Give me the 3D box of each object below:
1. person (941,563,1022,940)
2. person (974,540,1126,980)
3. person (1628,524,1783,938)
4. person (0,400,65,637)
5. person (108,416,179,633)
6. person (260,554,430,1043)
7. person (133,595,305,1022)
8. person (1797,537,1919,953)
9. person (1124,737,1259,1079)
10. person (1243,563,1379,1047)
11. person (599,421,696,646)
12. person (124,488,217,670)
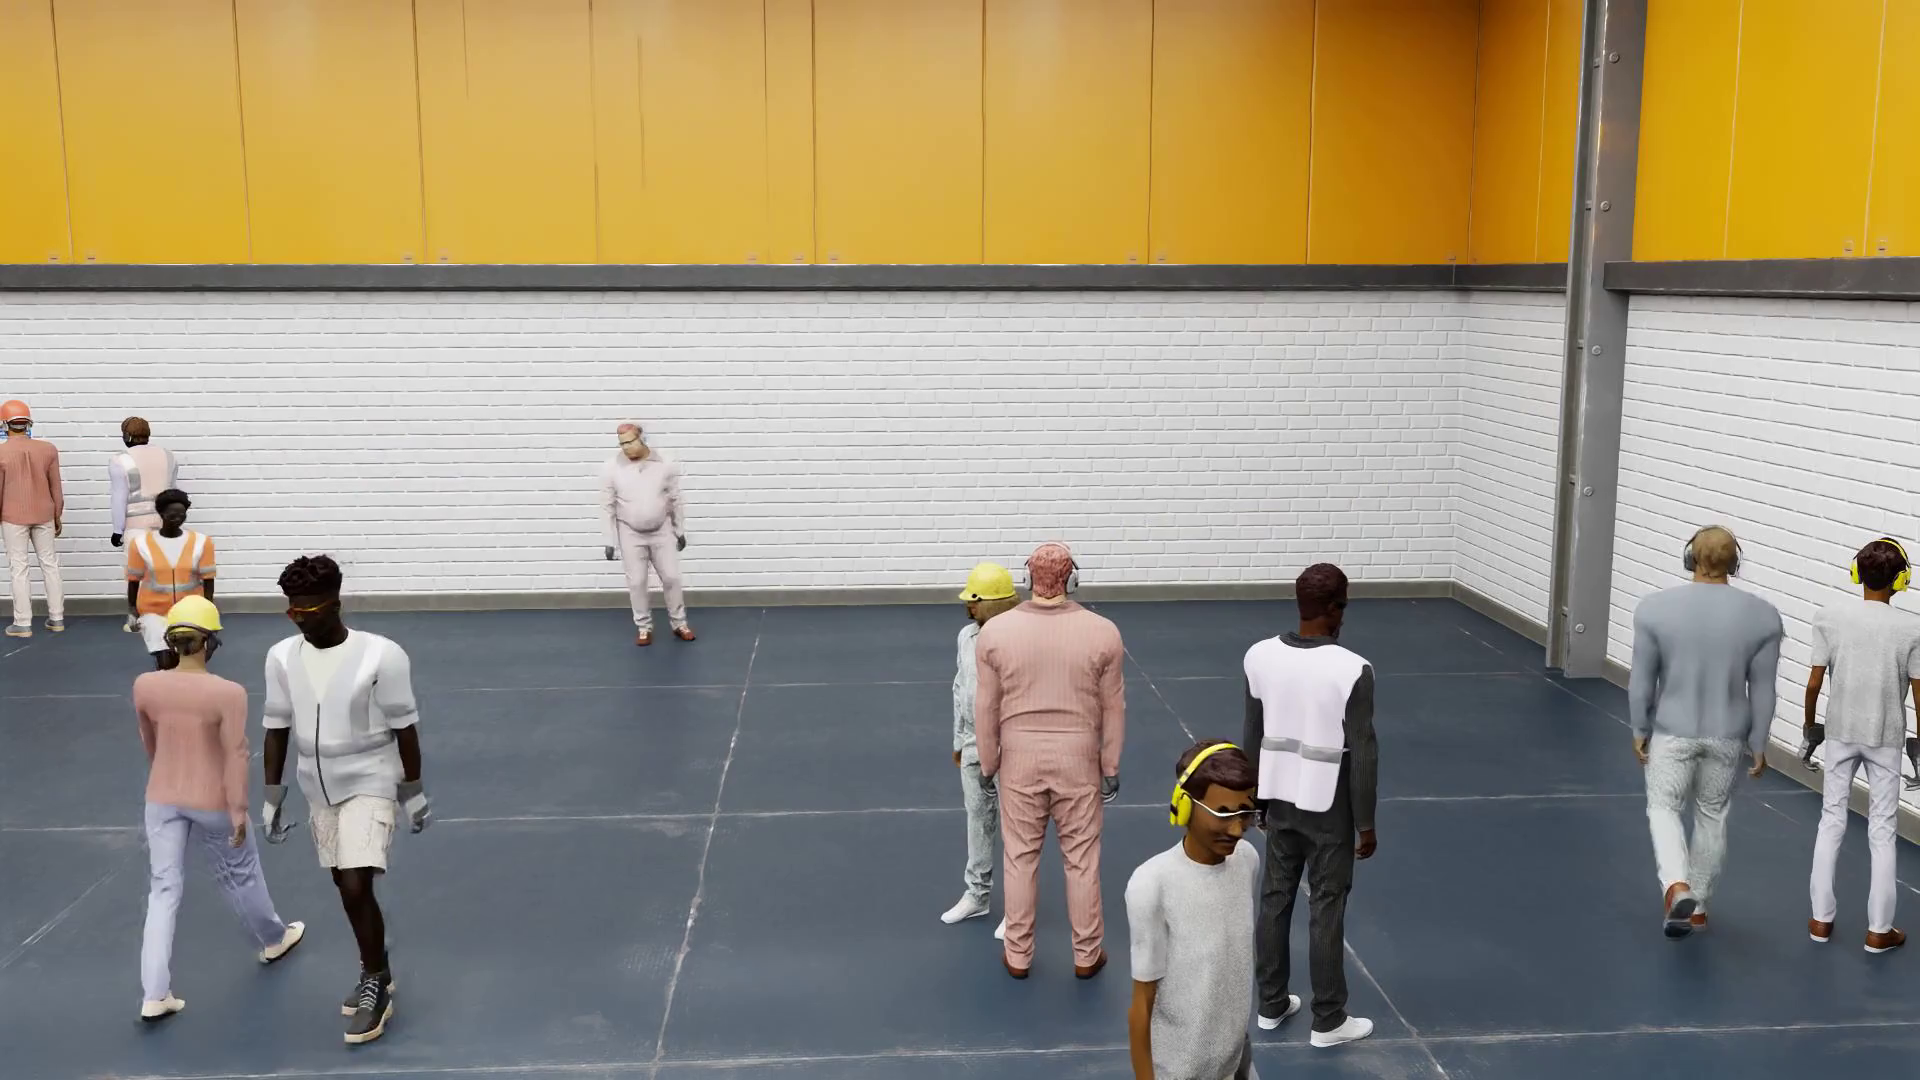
[{"bbox_3d":[0.149,0.959,7.641,0.486,1.740,0.313,8,12,42],"label":"person"},{"bbox_3d":[0.387,0.949,7.178,0.643,1.908,0.399,1,9,5],"label":"person"},{"bbox_3d":[3.356,0.892,7.521,0.625,1.922,0.656,3,9,16],"label":"person"},{"bbox_3d":[-7.874,-0.184,14.009,0.378,1.996,0.611,7,11,36],"label":"person"},{"bbox_3d":[-6.952,-0.131,14.163,0.430,1.845,0.619,5,10,28],"label":"person"},{"bbox_3d":[-2.498,1.018,6.648,0.619,1.932,0.717,3,9,15],"label":"person"},{"bbox_3d":[-3.199,1.080,6.990,0.525,1.709,0.948,0,9,2],"label":"person"},{"bbox_3d":[4.079,0.916,7.505,0.533,1.868,0.310,7,11,38],"label":"person"},{"bbox_3d":[0.631,1.421,4.361,0.336,1.861,0.521,9,13,44],"label":"person"},{"bbox_3d":[1.378,1.041,6.579,0.391,1.914,0.587,-9,13,-44],"label":"person"},{"bbox_3d":[-2.584,-0.046,13.570,0.700,1.864,0.433,-4,10,-23],"label":"person"},{"bbox_3d":[-5.197,0.468,10.978,0.538,1.651,0.822,-6,11,-33],"label":"person"}]
